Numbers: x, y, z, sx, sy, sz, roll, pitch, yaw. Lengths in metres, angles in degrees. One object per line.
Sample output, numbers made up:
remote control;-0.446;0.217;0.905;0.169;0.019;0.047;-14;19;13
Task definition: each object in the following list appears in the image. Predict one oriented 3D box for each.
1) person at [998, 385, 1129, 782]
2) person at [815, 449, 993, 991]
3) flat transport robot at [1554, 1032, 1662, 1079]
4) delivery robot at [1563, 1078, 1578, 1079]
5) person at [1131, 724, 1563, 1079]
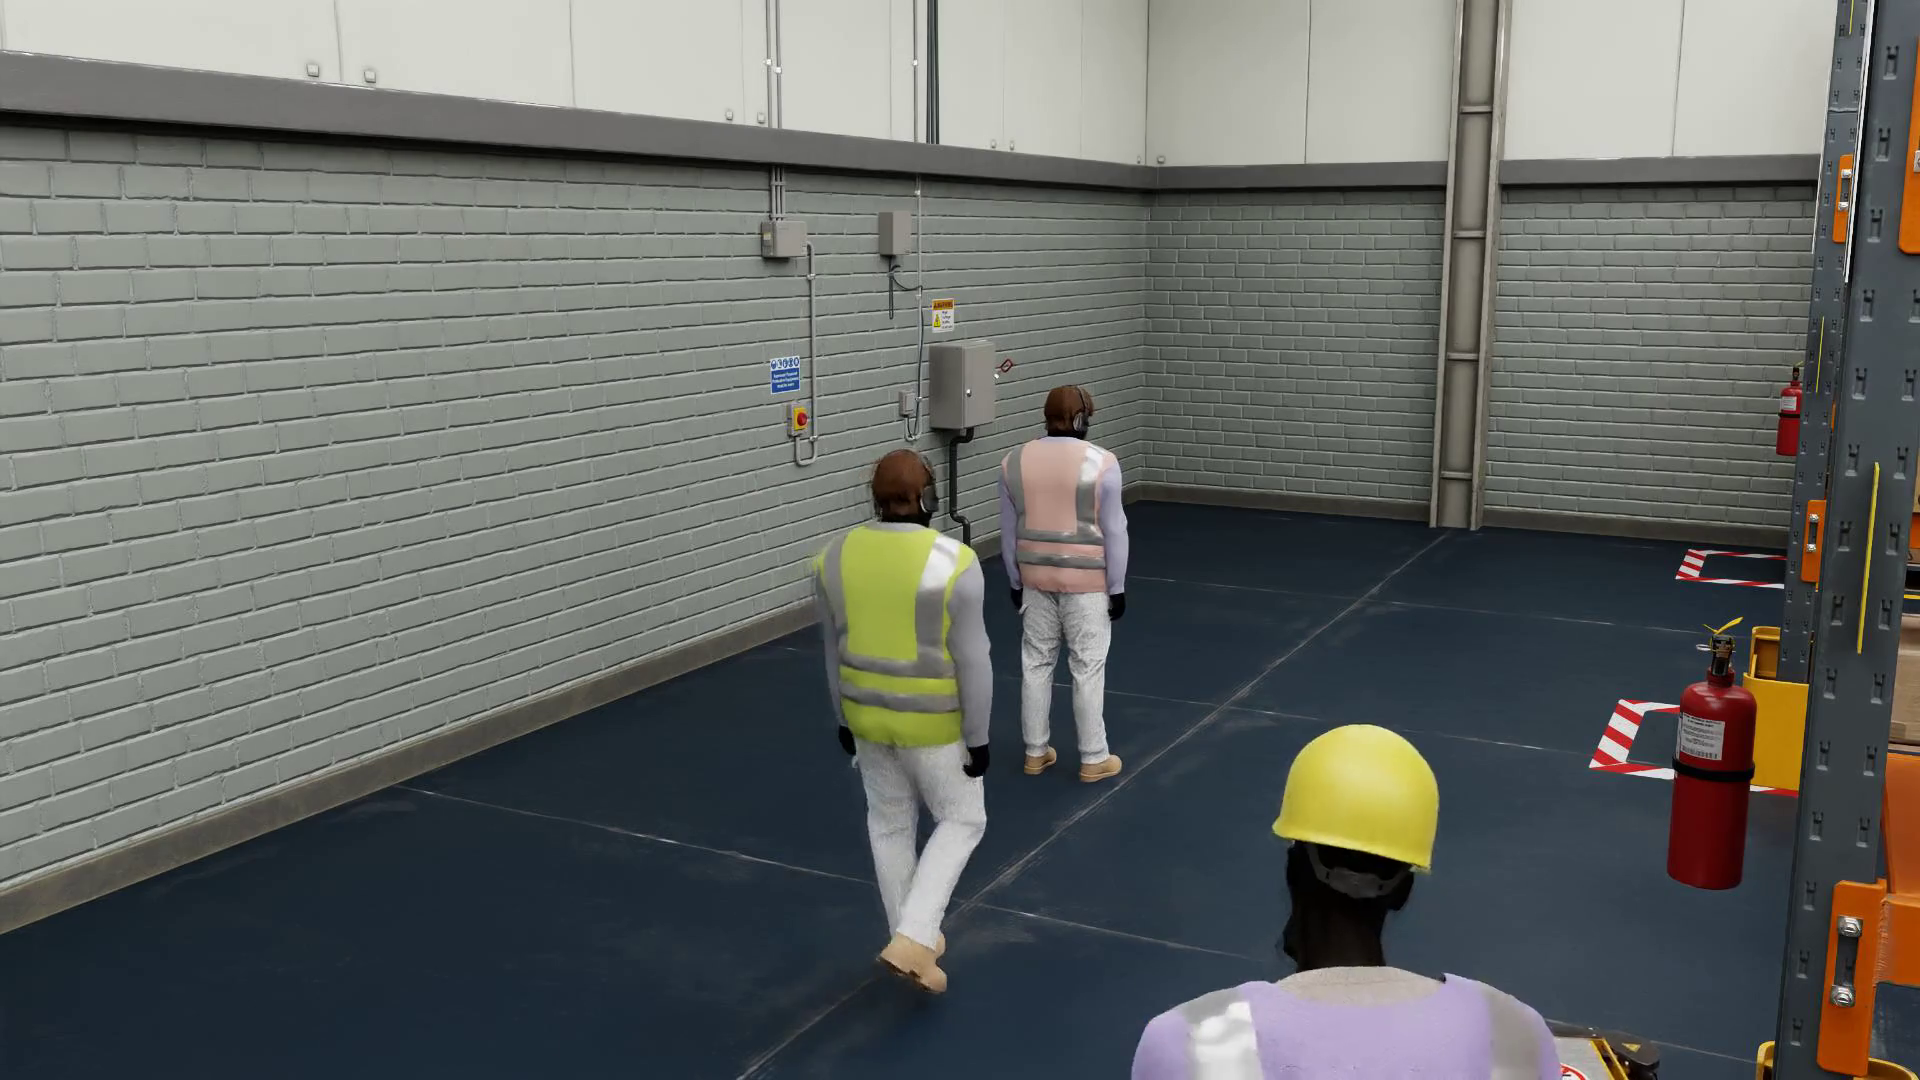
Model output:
person;0.496;0.202;7.705;0.619;1.838;0.430;6;12;28
person;-0.177;0.606;5.527;0.639;1.826;0.470;5;12;27
flat transport robot;1.251;1.556;4.586;1.431;0.197;0.652;1;10;6
delivery robot;1.393;1.504;3.842;0.477;0.478;0.707;1;10;5
person;0.523;1.192;2.278;0.620;1.851;0.862;-3;11;-14
